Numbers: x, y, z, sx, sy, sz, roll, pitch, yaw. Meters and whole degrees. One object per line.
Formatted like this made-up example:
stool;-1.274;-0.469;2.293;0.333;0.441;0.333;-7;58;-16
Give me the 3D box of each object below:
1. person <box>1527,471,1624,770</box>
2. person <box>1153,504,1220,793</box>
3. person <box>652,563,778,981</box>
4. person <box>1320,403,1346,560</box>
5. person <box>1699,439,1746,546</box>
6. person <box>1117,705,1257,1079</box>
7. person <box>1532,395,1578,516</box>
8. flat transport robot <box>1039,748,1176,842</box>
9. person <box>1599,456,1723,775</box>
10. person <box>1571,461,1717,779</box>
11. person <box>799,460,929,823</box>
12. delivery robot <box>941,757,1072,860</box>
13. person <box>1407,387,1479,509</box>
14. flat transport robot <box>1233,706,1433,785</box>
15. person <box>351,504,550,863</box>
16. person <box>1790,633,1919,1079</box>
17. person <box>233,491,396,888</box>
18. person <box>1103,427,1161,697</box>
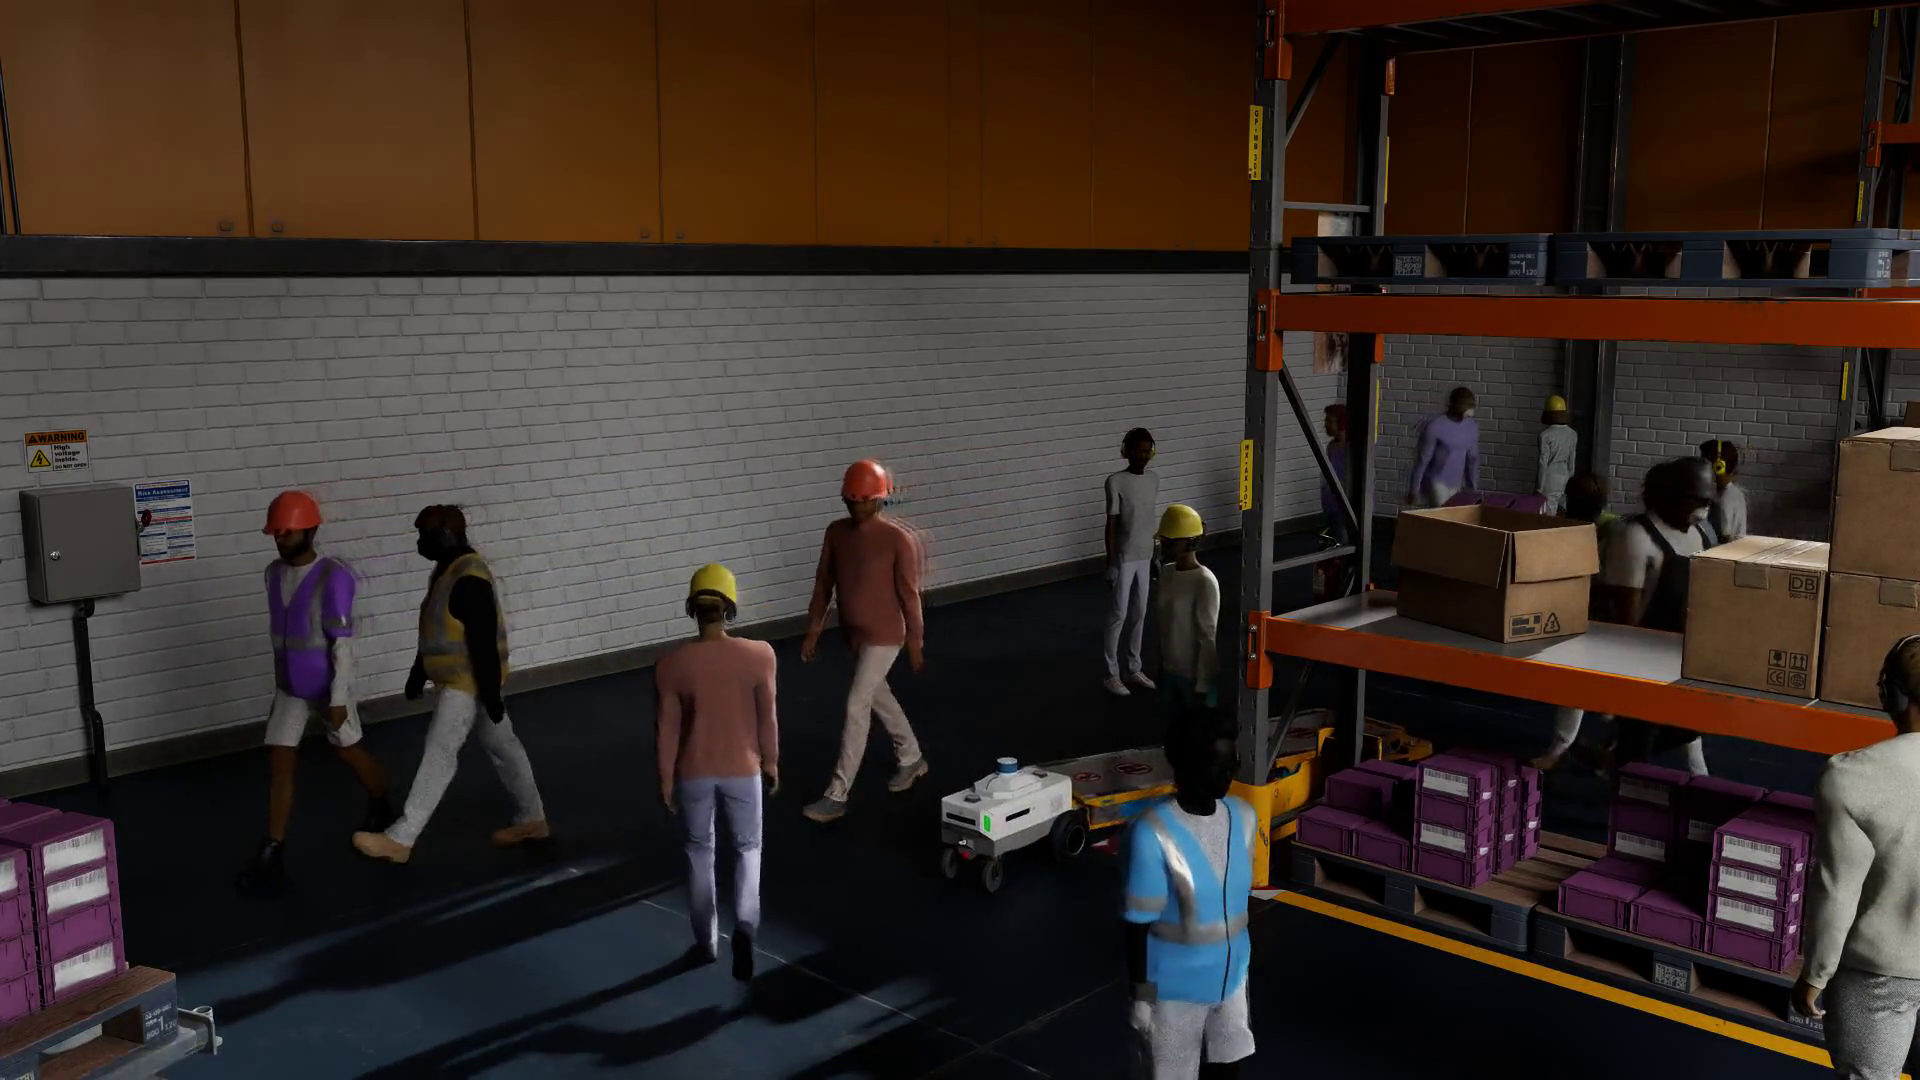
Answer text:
person;3.737;0.475;9.794;0.710;1.805;0.649;-3;10;-16
person;1.148;0.686;8.580;0.356;1.759;0.525;-4;10;-24
person;-1.001;0.972;6.868;0.522;1.738;0.638;-1;9;-8
person;3.185;-0.226;13.923;0.389;1.843;0.570;-2;9;-10
person;4.888;0.273;10.810;0.417;1.851;0.565;5;10;27
person;0.663;1.300;5.003;0.546;1.684;0.544;-7;11;-35
person;5.706;-0.520;16.018;0.489;1.741;0.322;-5;10;-27
flat transport robot;0.876;1.349;9.051;1.431;0.197;0.652;-5;11;-29
person;3.616;0.534;8.639;0.686;2.000;0.641;-4;10;-26
person;3.850;0.510;9.299;0.753;1.873;1.031;-5;11;-28
person;-0.483;0.509;9.101;0.657;1.951;1.001;9;13;43
delivery robot;0.230;1.309;8.143;0.477;0.478;0.707;8;12;40
person;4.448;-0.471;15.278;0.660;1.875;1.046;-6;11;-31
flat transport robot;2.065;1.219;9.851;1.431;0.197;0.652;-6;11;-33
person;-2.554;0.708;8.343;0.992;1.782;0.628;-3;10;-20
person;2.696;1.222;4.748;0.627;1.934;0.372;0;9;-2
person;-3.185;0.684;8.206;0.561;1.888;1.015;4;10;22
person;1.214;0.145;11.570;0.521;1.863;0.319;-7;12;-38
